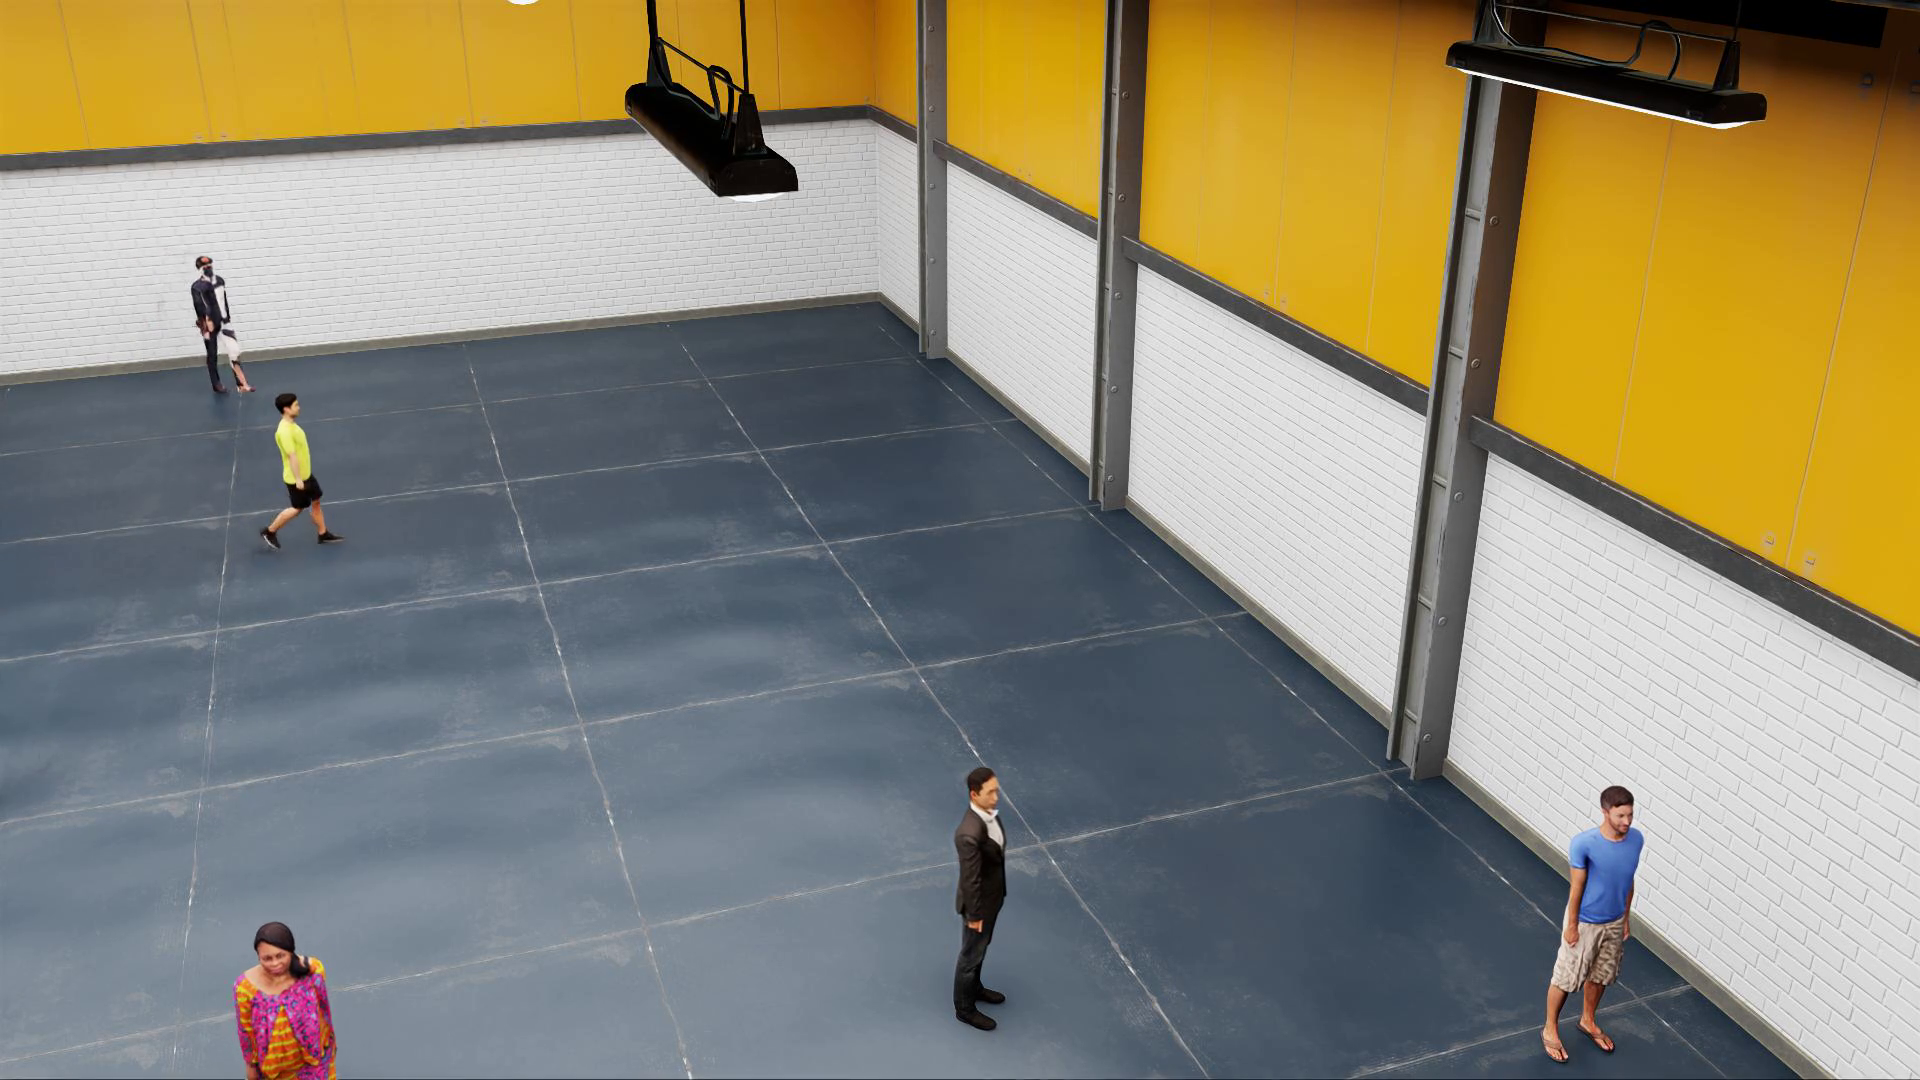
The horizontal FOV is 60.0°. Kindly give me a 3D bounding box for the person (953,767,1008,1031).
[{"bbox_3d":[0.119,2.222,10.466,0.816,1.802,0.692,5,24,12],"label":"person"}]

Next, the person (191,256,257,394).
[{"bbox_3d":[-9.893,-2.835,21.954,1.080,1.866,1.005,13,27,27],"label":"person"}]

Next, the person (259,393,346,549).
[{"bbox_3d":[-6.953,-0.679,17.247,0.779,1.685,1.005,-5,24,-12],"label":"person"}]

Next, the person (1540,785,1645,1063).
[{"bbox_3d":[3.889,2.307,10.193,0.655,1.864,0.579,-6,24,-14],"label":"person"}]

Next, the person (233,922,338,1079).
[{"bbox_3d":[-3.731,2.813,9.298,0.702,1.655,1.102,-11,26,-23],"label":"person"}]
